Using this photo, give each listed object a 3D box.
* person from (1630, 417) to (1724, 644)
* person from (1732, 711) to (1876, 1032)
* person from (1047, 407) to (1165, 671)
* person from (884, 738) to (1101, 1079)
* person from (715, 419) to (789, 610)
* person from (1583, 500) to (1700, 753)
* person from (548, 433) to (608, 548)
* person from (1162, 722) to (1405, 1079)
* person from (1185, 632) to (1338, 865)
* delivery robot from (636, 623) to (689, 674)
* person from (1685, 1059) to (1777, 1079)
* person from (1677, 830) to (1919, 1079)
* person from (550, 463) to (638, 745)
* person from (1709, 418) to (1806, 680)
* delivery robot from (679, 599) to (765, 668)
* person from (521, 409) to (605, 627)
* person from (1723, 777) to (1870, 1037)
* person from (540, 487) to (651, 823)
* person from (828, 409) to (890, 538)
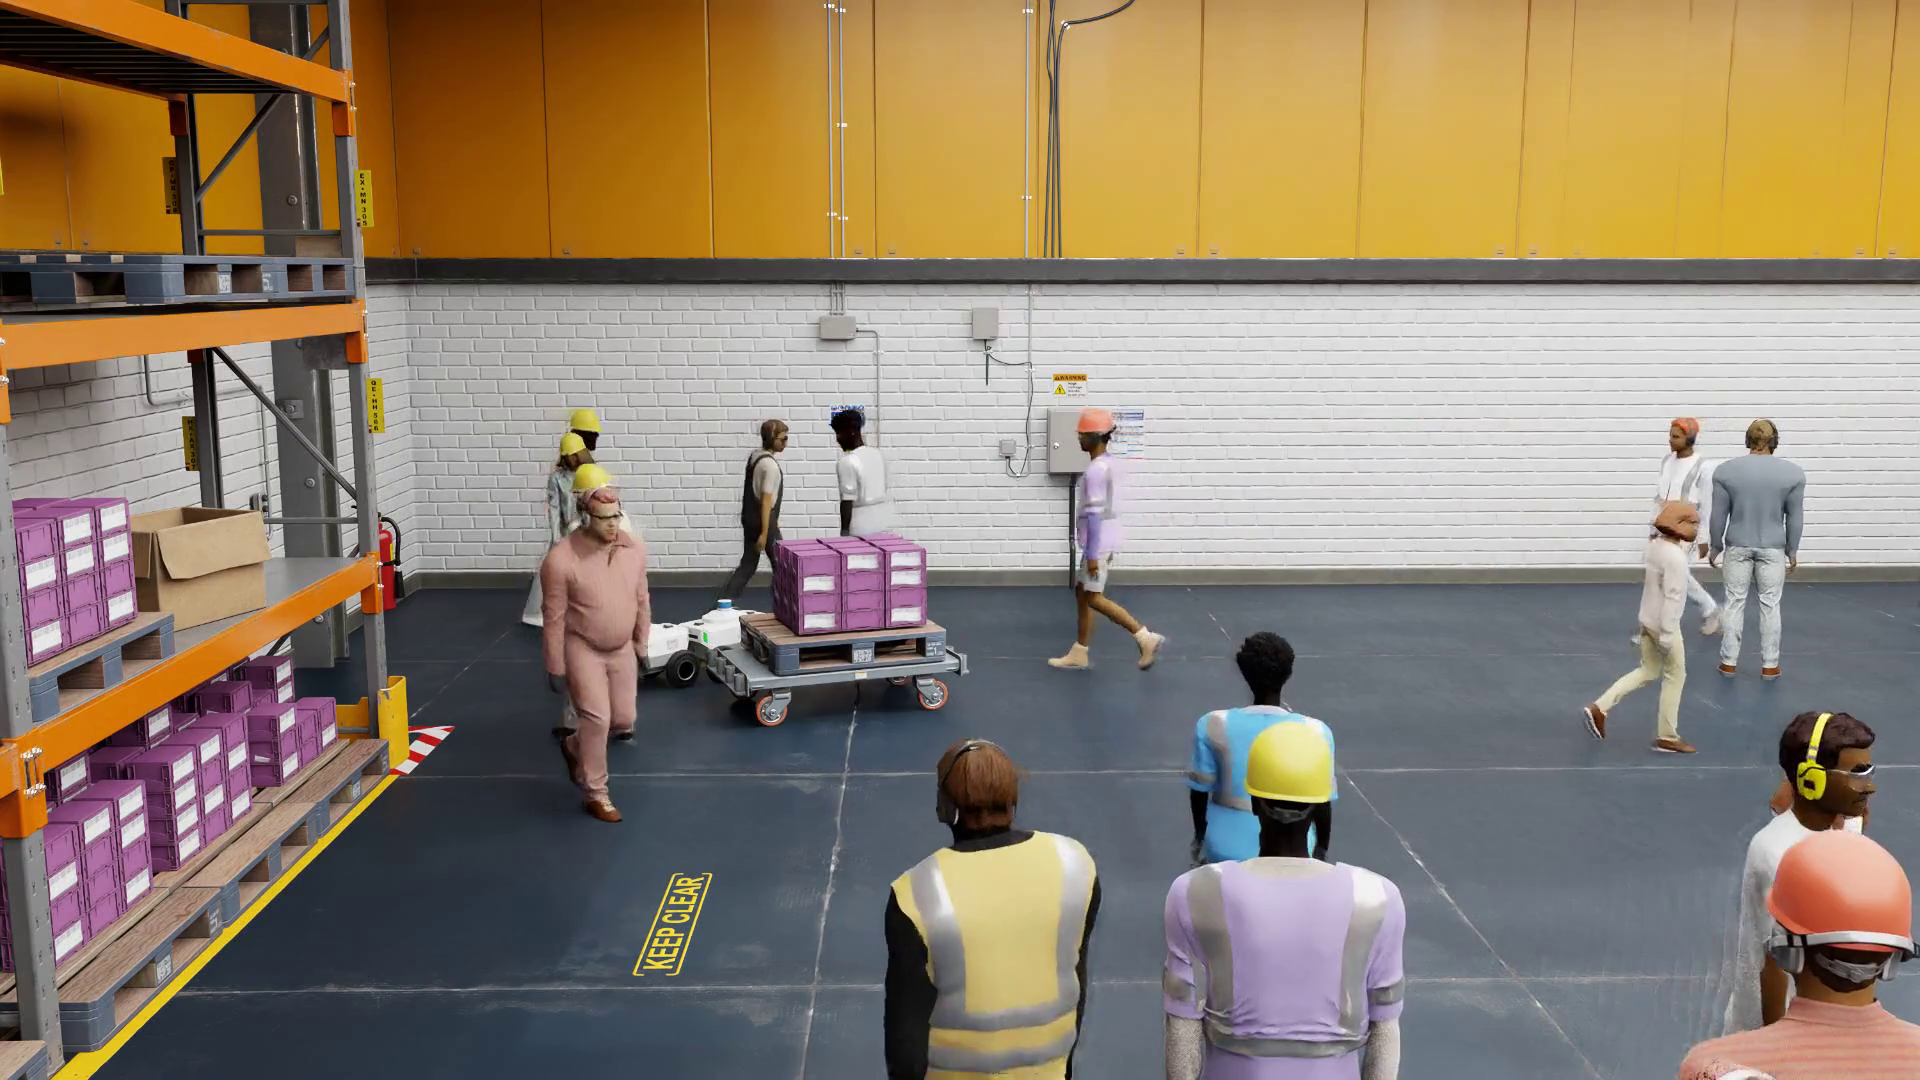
[{"bbox_3d":[5.905,-0.081,13.520,0.882,1.855,0.585,-2,10,-14],"label":"person"},{"bbox_3d":[2.259,1.365,4.629,0.699,1.855,0.524,8,12,40],"label":"person"},{"bbox_3d":[1.102,0.016,12.412,0.841,2.021,0.611,3,10,15],"label":"person"},{"bbox_3d":[0.098,1.426,4.409,0.614,1.807,0.875,-3,10,-18],"label":"person"},{"bbox_3d":[-1.710,-0.112,13.879,0.851,1.805,0.526,-6,11,-33],"label":"person"},{"bbox_3d":[4.314,0.538,10.424,0.653,1.614,0.520,1,9,4],"label":"person"},{"bbox_3d":[-3.090,-0.017,13.521,0.493,1.713,0.663,1,9,5],"label":"person"},{"bbox_3d":[0.796,1.402,4.174,0.589,1.927,0.386,1,9,5],"label":"person"},{"bbox_3d":[1.134,1.188,6.276,0.566,1.669,0.415,2,9,10],"label":"person"},{"bbox_3d":[-2.319,0.765,11.994,0.707,0.478,0.477,-9,13,-44],"label":"delivery robot"},{"bbox_3d":[1.164,1.718,2.413,0.648,1.875,0.831,-8,12,-42],"label":"person"},{"bbox_3d":[1.630,1.527,3.199,0.611,1.996,0.378,0,9,0],"label":"person"},{"bbox_3d":[-2.365,0.409,10.612,0.630,1.811,0.610,6,11,34],"label":"person"},{"bbox_3d":[5.878,0.070,12.317,0.629,1.937,0.379,5,10,27],"label":"person"},{"bbox_3d":[-1.758,0.689,12.459,0.477,0.478,0.707,7,12,39],"label":"delivery robot"},{"bbox_3d":[-3.240,-0.175,14.078,1.066,1.851,0.595,-1,9,-7],"label":"person"},{"bbox_3d":[2.557,1.429,5.074,0.509,1.584,0.875,-6,11,-31],"label":"person"},{"bbox_3d":[-2.062,0.603,9.254,0.623,1.869,0.639,8,13,42],"label":"person"},{"bbox_3d":[-0.840,-0.102,13.413,0.912,1.907,0.684,7,12,39],"label":"person"}]
